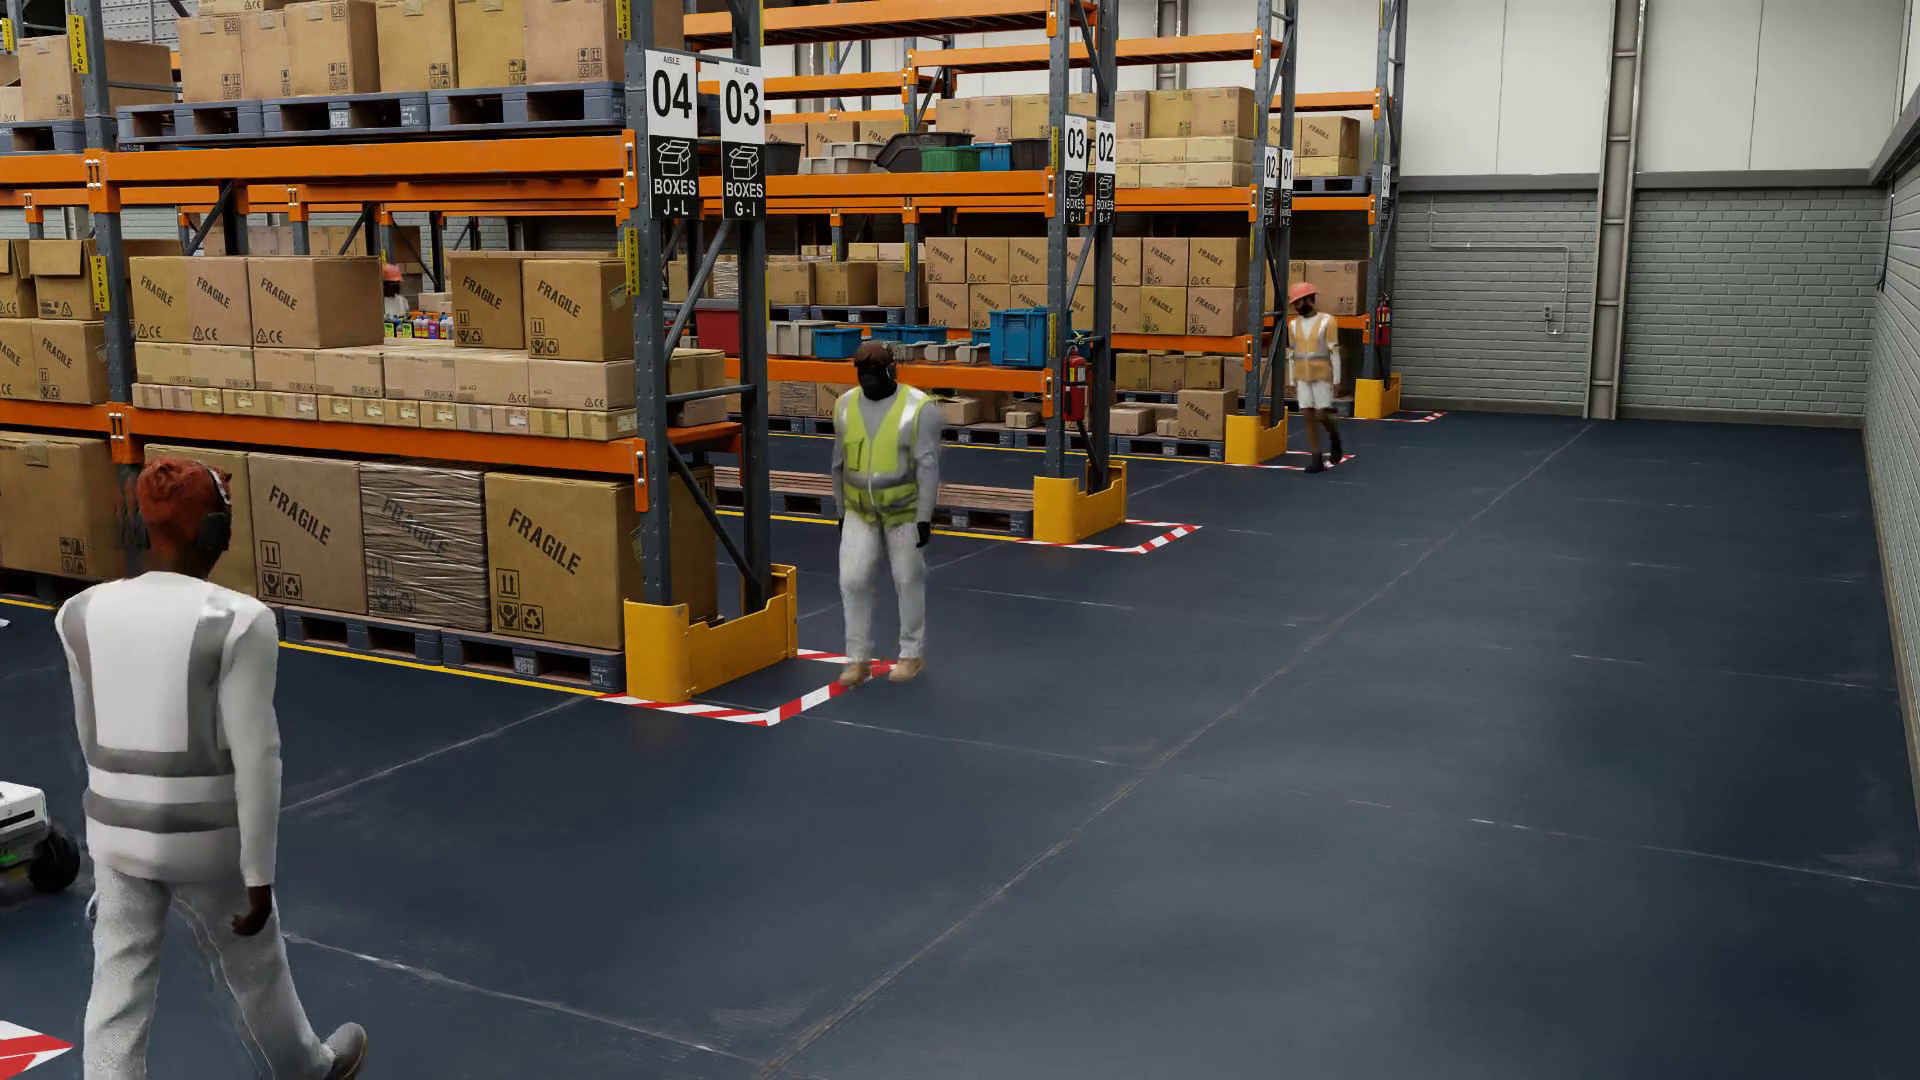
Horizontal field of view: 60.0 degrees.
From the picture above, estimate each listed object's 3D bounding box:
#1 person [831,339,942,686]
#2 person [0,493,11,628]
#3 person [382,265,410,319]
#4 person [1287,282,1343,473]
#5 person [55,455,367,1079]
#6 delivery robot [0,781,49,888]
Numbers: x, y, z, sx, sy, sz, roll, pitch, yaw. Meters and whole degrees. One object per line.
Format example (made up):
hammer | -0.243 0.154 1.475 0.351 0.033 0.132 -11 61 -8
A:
person | -0.412 -0.125 8.646 0.658 1.817 0.680 4 11 19
person | -5.936 -0.390 9.780 0.363 1.928 0.587 4 11 19
person | -6.615 -2.236 19.643 1.024 1.989 0.637 3 11 18
person | 3.549 -1.624 16.612 0.600 1.884 0.556 8 13 38
person | -1.861 0.708 4.031 0.606 1.825 0.995 1 10 7
delivery robot | -3.579 0.969 5.861 0.707 0.478 0.477 5 11 25
